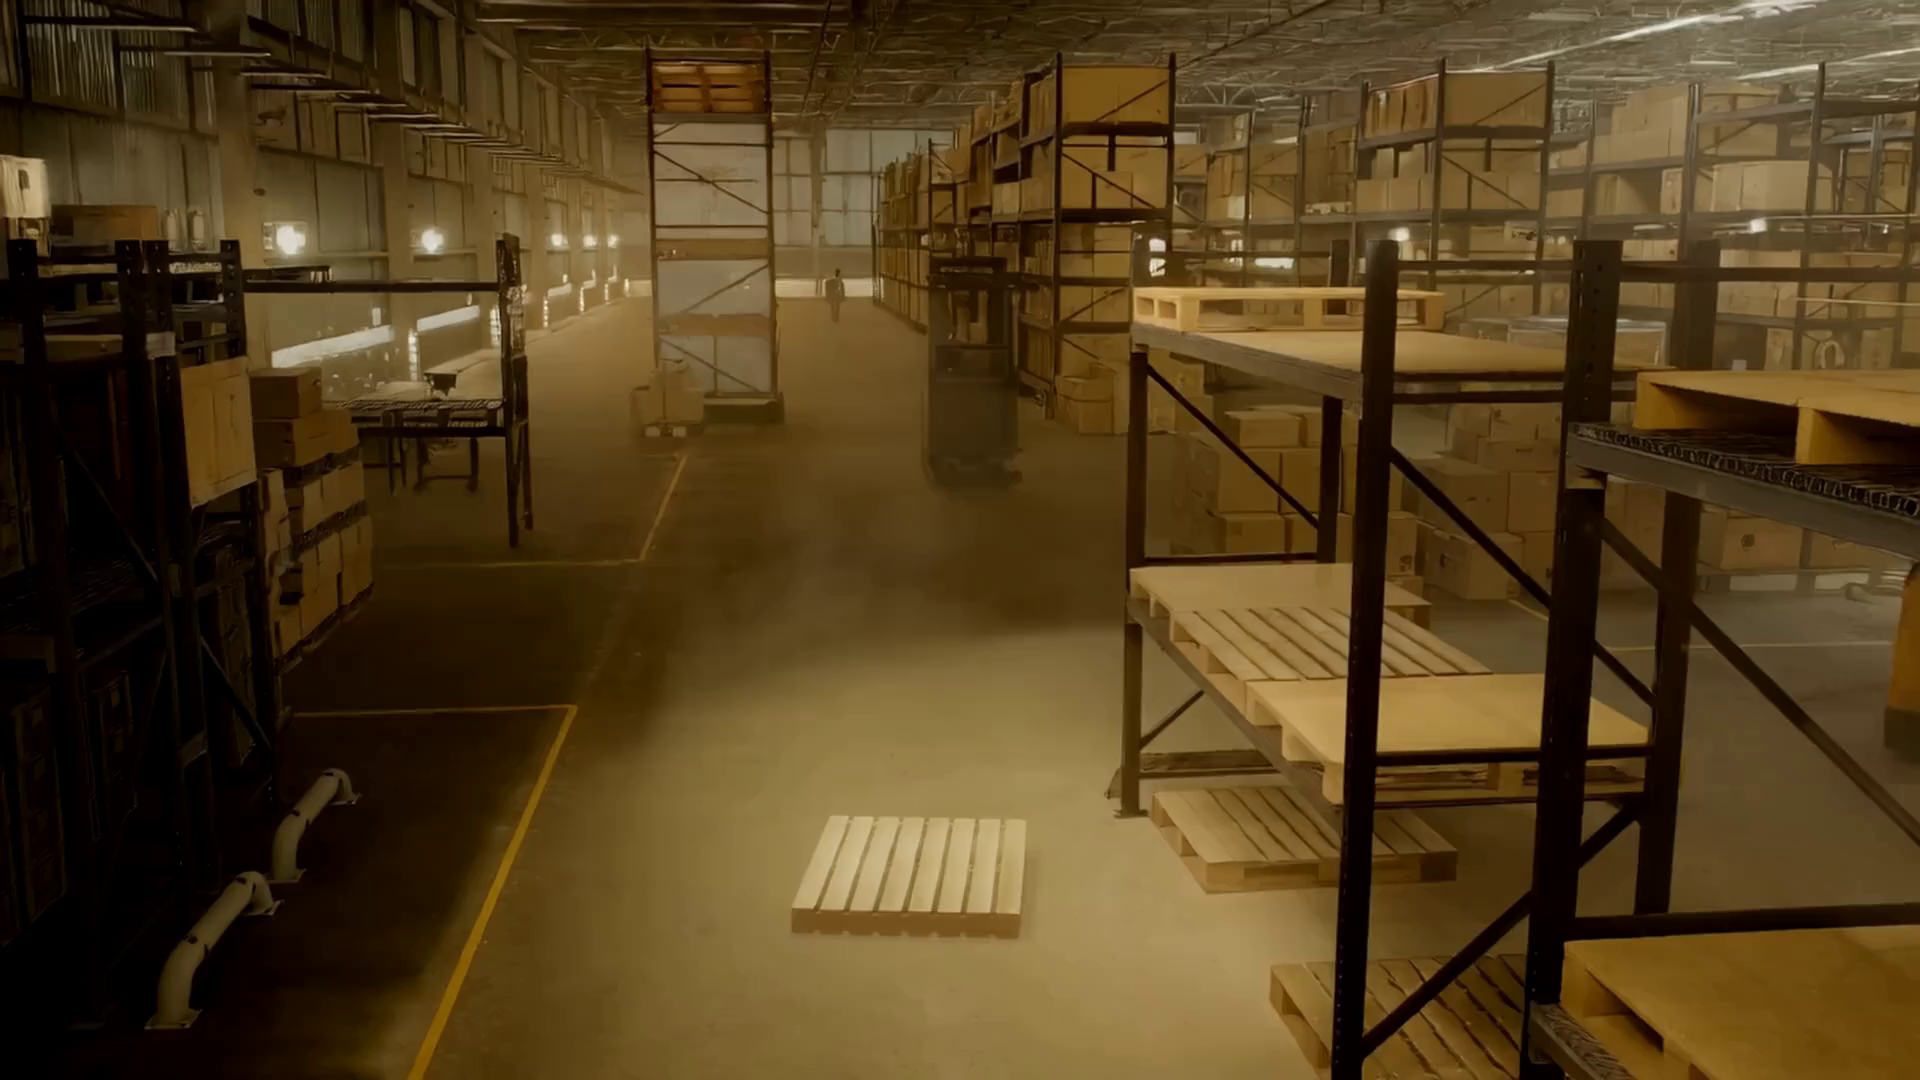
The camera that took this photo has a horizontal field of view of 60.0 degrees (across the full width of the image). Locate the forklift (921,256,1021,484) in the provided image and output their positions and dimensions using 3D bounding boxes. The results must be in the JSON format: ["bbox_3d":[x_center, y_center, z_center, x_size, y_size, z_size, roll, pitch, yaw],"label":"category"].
[{"bbox_3d":[0.102,-2.224,21.255,1.129,2.768,1.873,-1,10,-6],"label":"forklift"}]

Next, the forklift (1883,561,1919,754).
[{"bbox_3d":[6.346,-0.184,9.954,1.129,2.768,1.873,7,12,34],"label":"forklift"}]

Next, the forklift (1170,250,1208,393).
[{"bbox_3d":[4.206,-4.408,33.357,1.873,2.768,1.129,4,11,23],"label":"forklift"}]

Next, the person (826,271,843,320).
[{"bbox_3d":[-4.724,-9.207,62.755,0.675,1.858,0.985,-1,10,-8],"label":"person"}]

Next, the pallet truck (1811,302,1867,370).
[{"bbox_3d":[15.846,-3.142,28.793,1.885,1.965,0.823,2,10,12],"label":"pallet truck"}]

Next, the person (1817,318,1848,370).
[{"bbox_3d":[12.724,-2.296,24.355,0.386,1.910,0.595,6,12,31],"label":"person"}]
